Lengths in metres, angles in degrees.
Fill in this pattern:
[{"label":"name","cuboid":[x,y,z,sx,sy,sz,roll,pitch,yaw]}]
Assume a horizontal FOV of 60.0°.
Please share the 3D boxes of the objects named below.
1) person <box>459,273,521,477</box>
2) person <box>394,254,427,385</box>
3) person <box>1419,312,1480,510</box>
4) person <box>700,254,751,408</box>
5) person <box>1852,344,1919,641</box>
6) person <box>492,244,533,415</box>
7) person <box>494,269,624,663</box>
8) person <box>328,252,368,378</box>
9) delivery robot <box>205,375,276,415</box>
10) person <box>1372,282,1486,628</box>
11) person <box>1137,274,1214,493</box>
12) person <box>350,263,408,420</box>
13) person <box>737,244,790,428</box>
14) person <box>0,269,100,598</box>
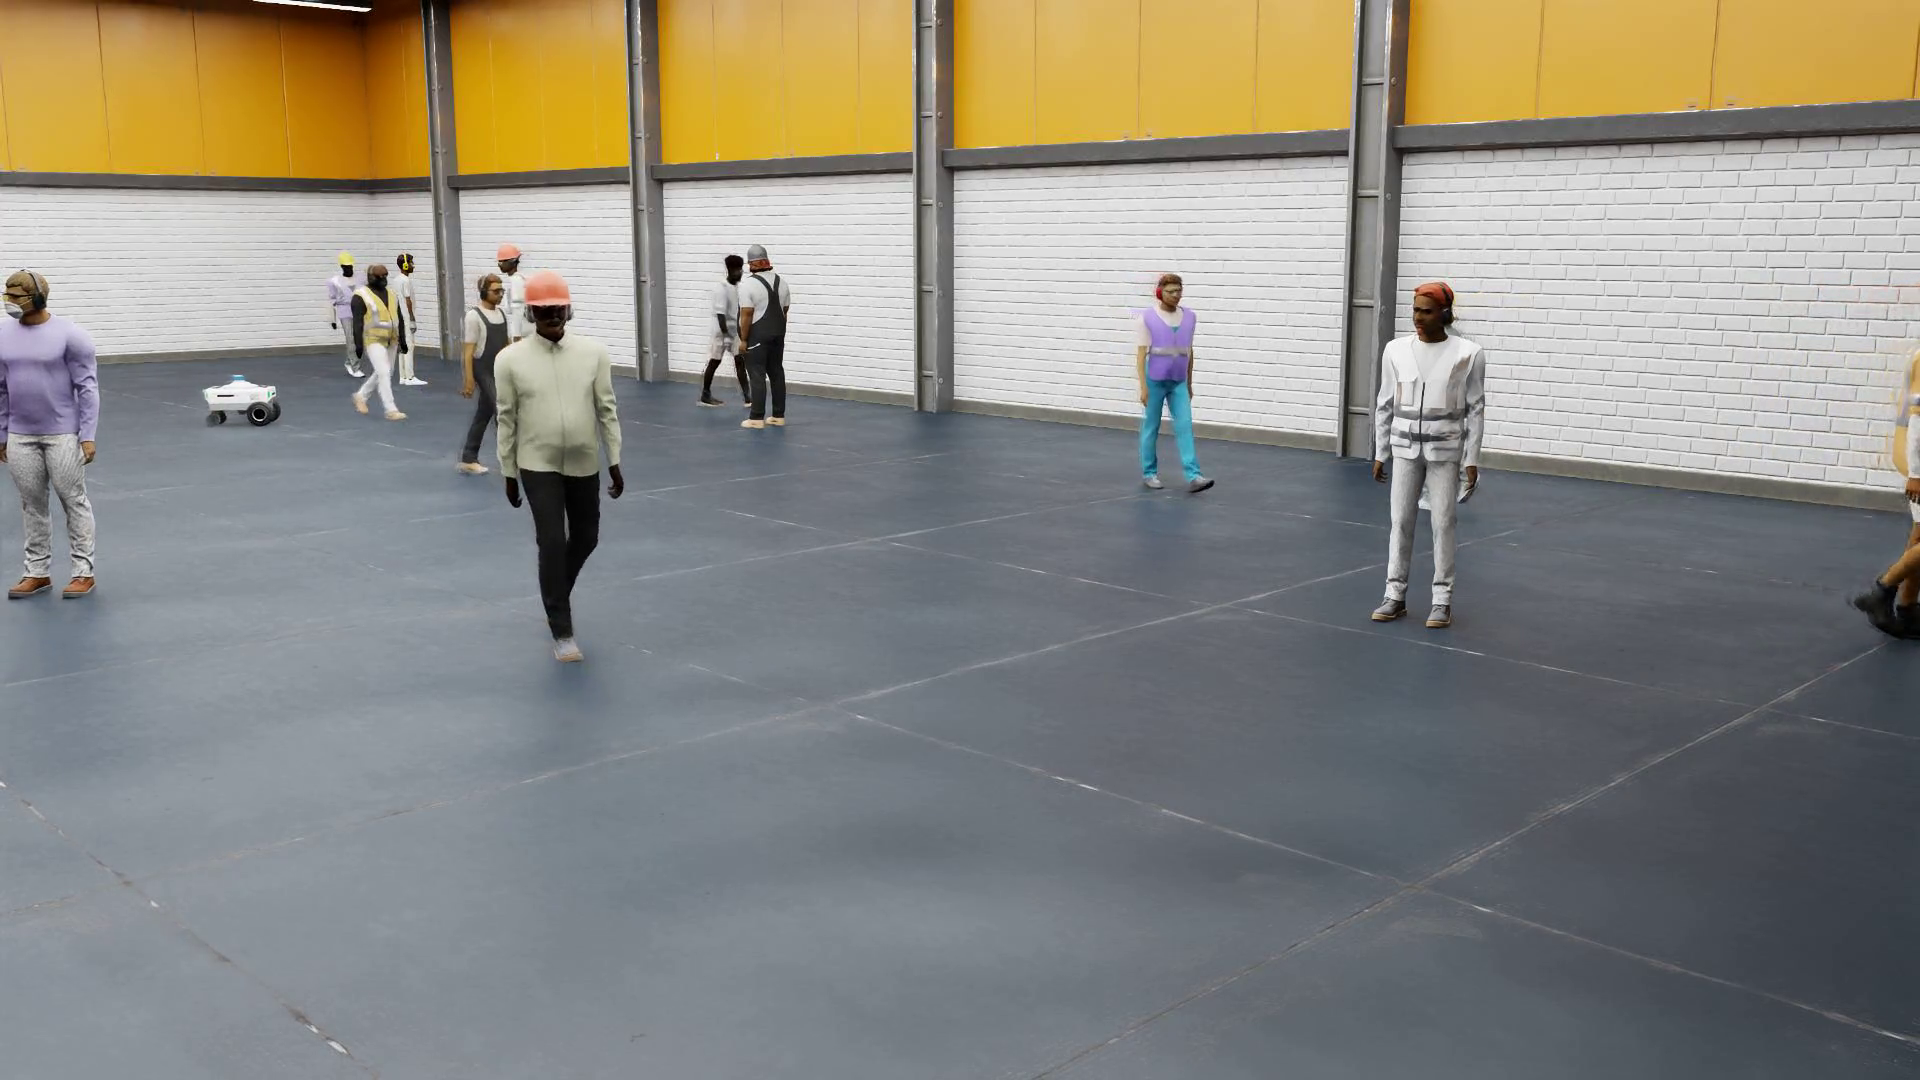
[{"label":"person","cuboid":[-4.077,-1.436,14.638,0.967,1.794,0.536,4,11,19]},{"label":"person","cuboid":[-7.887,-3.143,23.779,0.324,1.861,0.526,-8,13,-35]},{"label":"person","cuboid":[3.738,-1.080,12.900,0.495,1.727,0.513,-8,13,-37]},{"label":"person","cuboid":[-2.836,-2.563,20.523,0.990,1.887,0.607,5,11,24]},{"label":"person","cuboid":[5.053,-0.399,8.639,0.416,1.924,0.574,8,13,36]},{"label":"person","cuboid":[-5.261,-2.469,19.632,0.432,2.028,0.663,-3,11,-15]},{"label":"person","cuboid":[-2.087,-0.410,8.593,0.611,1.970,0.857,-6,12,-28]},{"label":"person","cuboid":[-9.269,-3.418,25.234,0.584,1.886,0.980,-10,14,-42]},{"label":"delivery robot","cuboid":[-8.107,-1.614,18.744,0.707,0.478,0.477,-2,11,-11]},{"label":"person","cuboid":[2.550,-0.462,9.091,0.584,1.881,0.337,6,12,31]},{"label":"person","cuboid":[1.752,-1.278,13.743,0.600,1.801,0.911,-4,11,-22]},{"label":"person","cuboid":[-6.819,-2.316,19.409,0.839,1.817,0.628,5,12,27]},{"label":"person","cuboid":[-2.239,-2.269,18.517,0.536,2.000,0.683,9,14,40]},{"label":"person","cuboid":[-5.374,-0.615,9.785,0.629,1.937,0.376,0,10,3]}]
